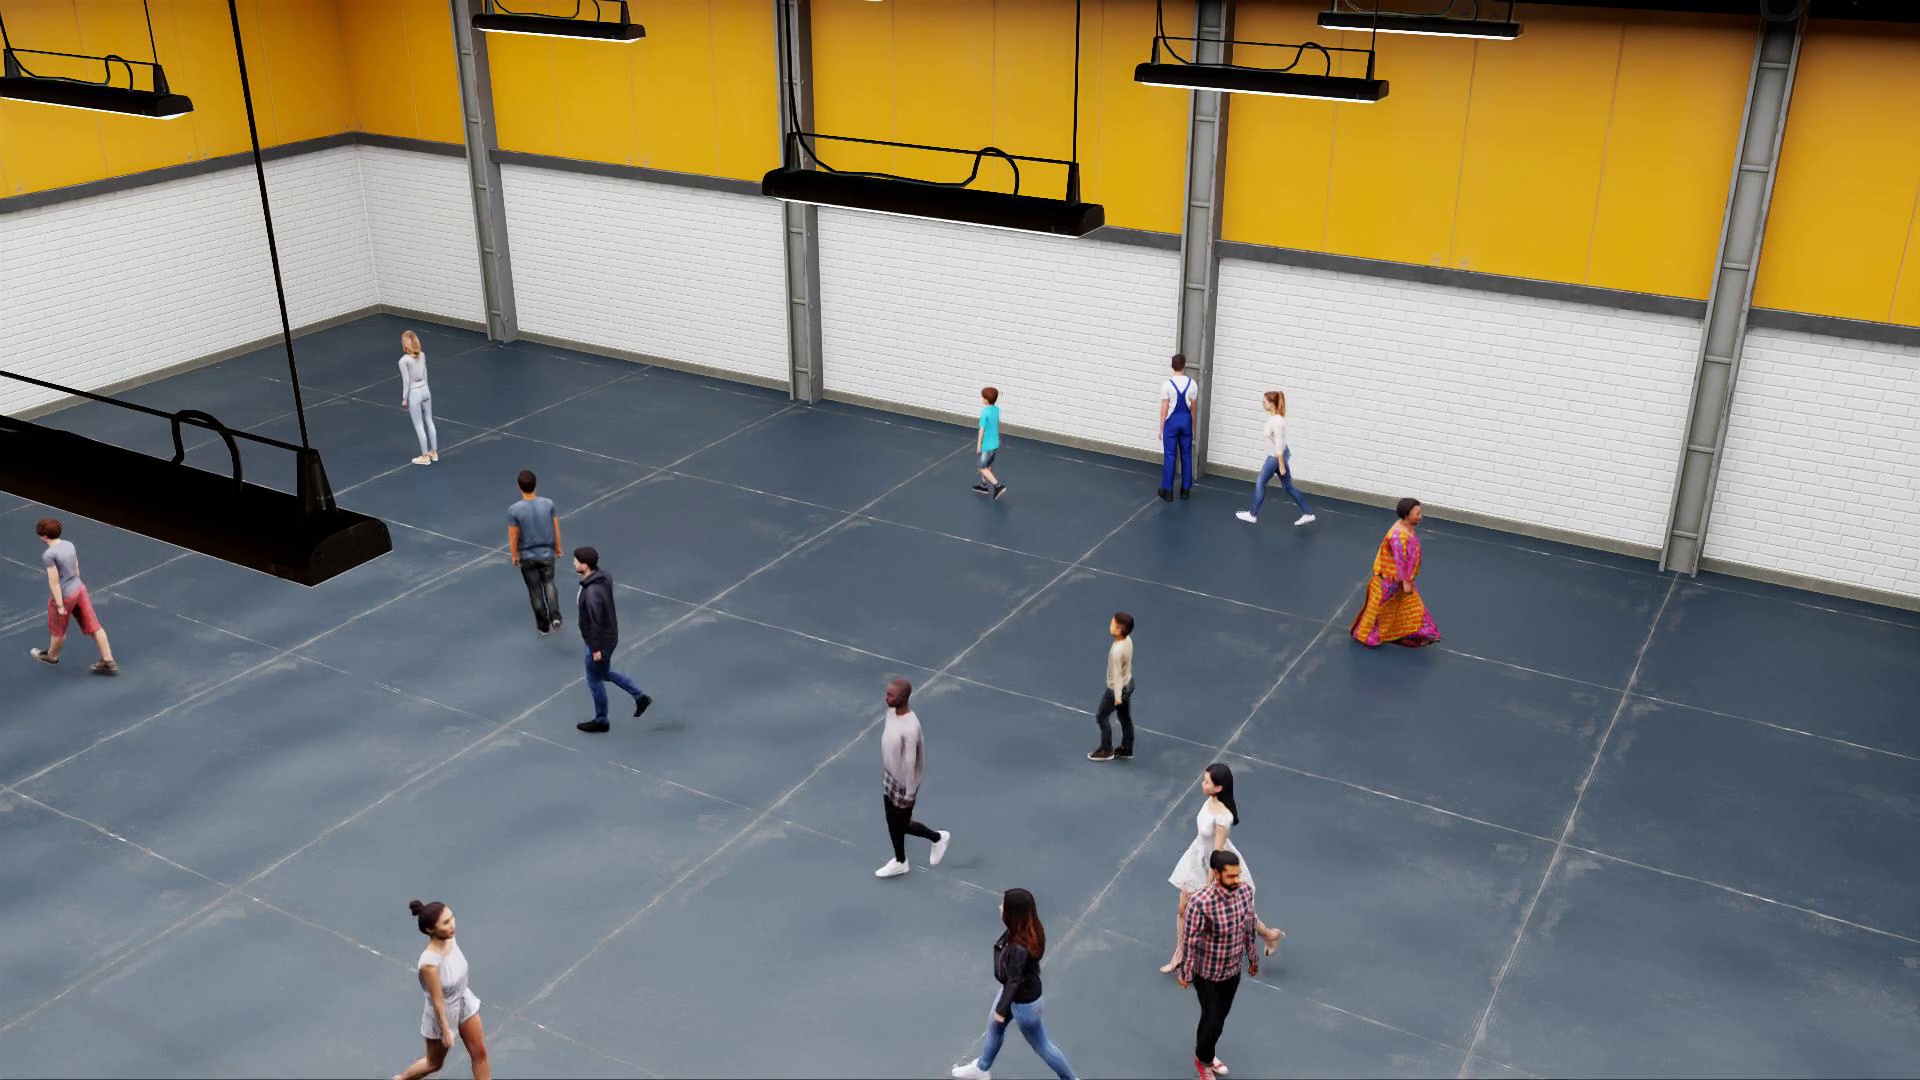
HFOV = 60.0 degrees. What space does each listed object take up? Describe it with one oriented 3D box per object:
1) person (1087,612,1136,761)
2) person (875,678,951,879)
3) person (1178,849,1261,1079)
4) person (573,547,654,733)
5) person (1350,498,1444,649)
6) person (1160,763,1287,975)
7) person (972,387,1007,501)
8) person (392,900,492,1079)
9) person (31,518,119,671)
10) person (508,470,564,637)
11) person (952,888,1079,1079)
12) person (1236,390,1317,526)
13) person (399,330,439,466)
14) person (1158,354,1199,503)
[{"bbox_3d":[1.479,1.320,14.760,0.631,1.451,0.580,10,25,21],"label":"person"},{"bbox_3d":[-0.376,1.877,13.103,0.924,1.758,0.914,-12,26,-25],"label":"person"},{"bbox_3d":[1.659,2.779,11.052,0.838,1.749,0.838,-15,28,-31],"label":"person"},{"bbox_3d":[-3.193,0.910,15.167,1.069,1.877,0.928,1,24,2],"label":"person"},{"bbox_3d":[4.332,0.342,16.760,1.125,1.642,0.656,13,27,27],"label":"person"},{"bbox_3d":[1.911,2.404,11.923,1.207,1.739,1.047,-3,24,-7],"label":"person"},{"bbox_3d":[0.388,-1.191,20.526,0.837,1.436,0.580,16,28,33],"label":"person"},{"bbox_3d":[-3.362,3.031,10.687,1.077,1.579,0.786,4,24,9],"label":"person"},{"bbox_3d":[-8.637,0.578,16.262,1.202,1.609,0.823,6,24,14],"label":"person"},{"bbox_3d":[-4.284,0.172,16.950,0.835,1.802,0.889,-13,27,-28],"label":"person"},{"bbox_3d":[0.483,2.983,10.785,1.213,1.590,0.947,3,24,7],"label":"person"},{"bbox_3d":[3.838,-0.914,19.595,1.213,1.672,0.776,6,24,13],"label":"person"},{"bbox_3d":[-7.041,-1.860,21.607,0.519,1.796,0.597,11,26,24],"label":"person"},{"bbox_3d":[2.677,-1.391,20.467,0.709,1.849,0.788,-3,24,-8],"label":"person"}]
